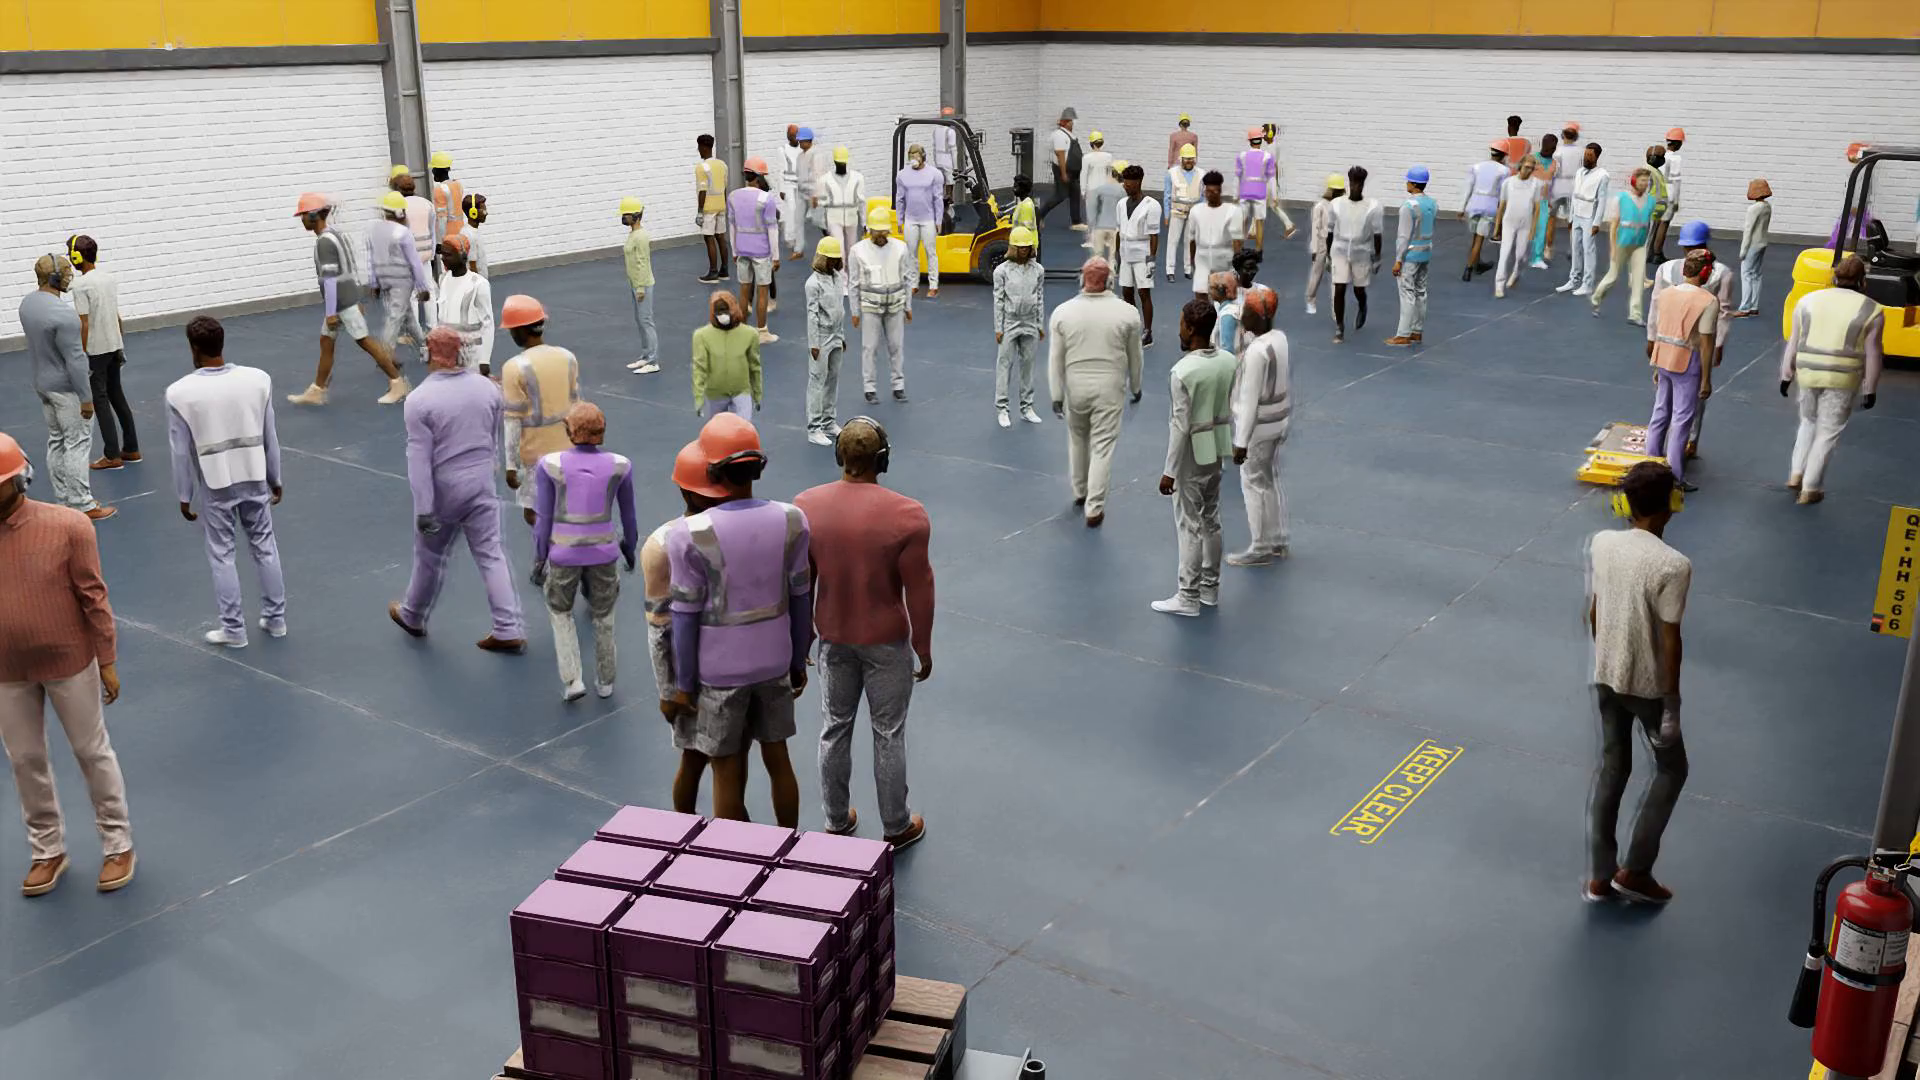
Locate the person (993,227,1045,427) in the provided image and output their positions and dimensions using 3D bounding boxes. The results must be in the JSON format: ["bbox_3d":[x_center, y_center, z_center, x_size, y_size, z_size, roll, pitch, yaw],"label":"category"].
[{"bbox_3d":[0.526,-1.868,14.582,0.491,1.744,0.295,-8,19,-24],"label":"person"}]

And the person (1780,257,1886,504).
[{"bbox_3d":[6.422,-1.164,12.256,0.488,1.815,0.669,-15,23,-40],"label":"person"}]

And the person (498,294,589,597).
[{"bbox_3d":[-2.483,-0.545,10.183,0.714,1.908,0.587,11,21,31],"label":"person"}]

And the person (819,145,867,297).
[{"bbox_3d":[-1.515,-4.118,21.367,0.599,1.902,0.752,-4,18,-13],"label":"person"}]

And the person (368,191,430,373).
[{"bbox_3d":[-5.630,-2.633,16.904,0.612,1.779,0.932,12,21,33],"label":"person"}]

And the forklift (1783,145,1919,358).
[{"bbox_3d":[9.803,-2.879,17.013,2.313,2.155,1.214,12,21,33],"label":"forklift"}]

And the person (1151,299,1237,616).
[{"bbox_3d":[1.420,-0.485,9.972,0.392,1.919,0.590,14,22,37],"label":"person"}]

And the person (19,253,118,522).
[{"bbox_3d":[-6.330,-1.061,11.768,0.636,1.928,0.385,13,22,34],"label":"person"}]

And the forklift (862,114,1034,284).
[{"bbox_3d":[-0.171,-4.594,22.377,2.313,2.155,1.214,1,18,3],"label":"forklift"}]

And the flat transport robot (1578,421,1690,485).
[{"bbox_3d":[5.400,-0.688,13.269,0.652,0.197,1.431,10,20,27],"label":"flat transport robot"}]

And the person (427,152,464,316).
[{"bbox_3d":[-6.083,-3.631,19.794,0.359,1.930,0.588,2,18,6],"label":"person"}]

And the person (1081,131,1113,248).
[{"bbox_3d":[2.083,-5.367,25.507,0.522,1.758,0.349,-7,19,-22],"label":"person"}]

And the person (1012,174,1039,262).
[{"bbox_3d":[0.766,-3.483,19.722,0.319,1.690,0.535,-1,18,-3],"label":"person"}]

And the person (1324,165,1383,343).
[{"bbox_3d":[4.342,-3.171,18.355,0.610,1.940,0.717,6,19,18],"label":"person"}]

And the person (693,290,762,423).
[{"bbox_3d":[-1.712,-1.061,12.299,0.509,1.601,0.814,-3,18,-10],"label":"person"}]

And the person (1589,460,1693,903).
[{"bbox_3d":[2.763,0.588,6.748,0.460,1.834,0.551,-9,20,-26],"label":"person"}]

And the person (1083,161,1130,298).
[{"bbox_3d":[1.908,-3.910,20.997,0.574,1.724,0.447,8,20,24],"label":"person"}]

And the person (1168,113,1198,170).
[{"bbox_3d":[3.981,-6.734,29.787,0.532,1.757,0.336,-3,18,-8],"label":"person"}]

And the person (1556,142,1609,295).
[{"bbox_3d":[8.030,-4.113,21.315,0.392,1.922,0.591,-6,19,-17],"label":"person"}]

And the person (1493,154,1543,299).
[{"bbox_3d":[7.096,-4.021,21.215,0.546,1.814,0.761,6,19,17],"label":"person"}]

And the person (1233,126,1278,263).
[{"bbox_3d":[4.268,-4.982,24.026,0.636,1.924,0.422,5,18,16],"label":"person"}]

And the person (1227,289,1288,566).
[{"bbox_3d":[1.963,-0.719,10.828,0.341,1.858,0.707,9,20,26],"label":"person"}]

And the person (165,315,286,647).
[{"bbox_3d":[-4.156,-0.325,9.491,0.588,1.911,0.393,-16,24,-40],"label":"person"}]

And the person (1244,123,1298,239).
[{"bbox_3d":[4.938,-5.684,26.384,0.940,1.833,0.530,0,18,1],"label":"person"}]

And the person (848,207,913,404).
[{"bbox_3d":[-0.727,-2.165,15.389,0.605,1.818,0.403,-6,19,-19],"label":"person"}]

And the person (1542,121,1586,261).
[{"bbox_3d":[8.753,-5.015,24.008,0.607,2.010,0.783,0,18,0],"label":"person"}]

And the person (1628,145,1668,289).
[{"bbox_3d":[9.058,-4.250,21.873,0.429,1.844,0.627,11,21,31],"label":"person"}]

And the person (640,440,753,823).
[{"bbox_3d":[-1.017,0.513,6.846,0.390,1.922,0.555,15,23,39],"label":"person"}]

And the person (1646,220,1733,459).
[{"bbox_3d":[5.891,-1.626,13.513,0.635,1.938,0.432,13,22,34],"label":"person"}]

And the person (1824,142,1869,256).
[{"bbox_3d":[13.156,-4.977,24.399,0.897,1.690,0.618,5,18,15],"label":"person"}]

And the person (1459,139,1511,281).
[{"bbox_3d":[7.102,-4.460,22.471,0.640,1.875,0.861,16,23,40],"label":"person"}]

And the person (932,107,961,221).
[{"bbox_3d":[-0.227,-6.460,28.642,0.366,1.931,0.542,-17,24,-42],"label":"person"}]
